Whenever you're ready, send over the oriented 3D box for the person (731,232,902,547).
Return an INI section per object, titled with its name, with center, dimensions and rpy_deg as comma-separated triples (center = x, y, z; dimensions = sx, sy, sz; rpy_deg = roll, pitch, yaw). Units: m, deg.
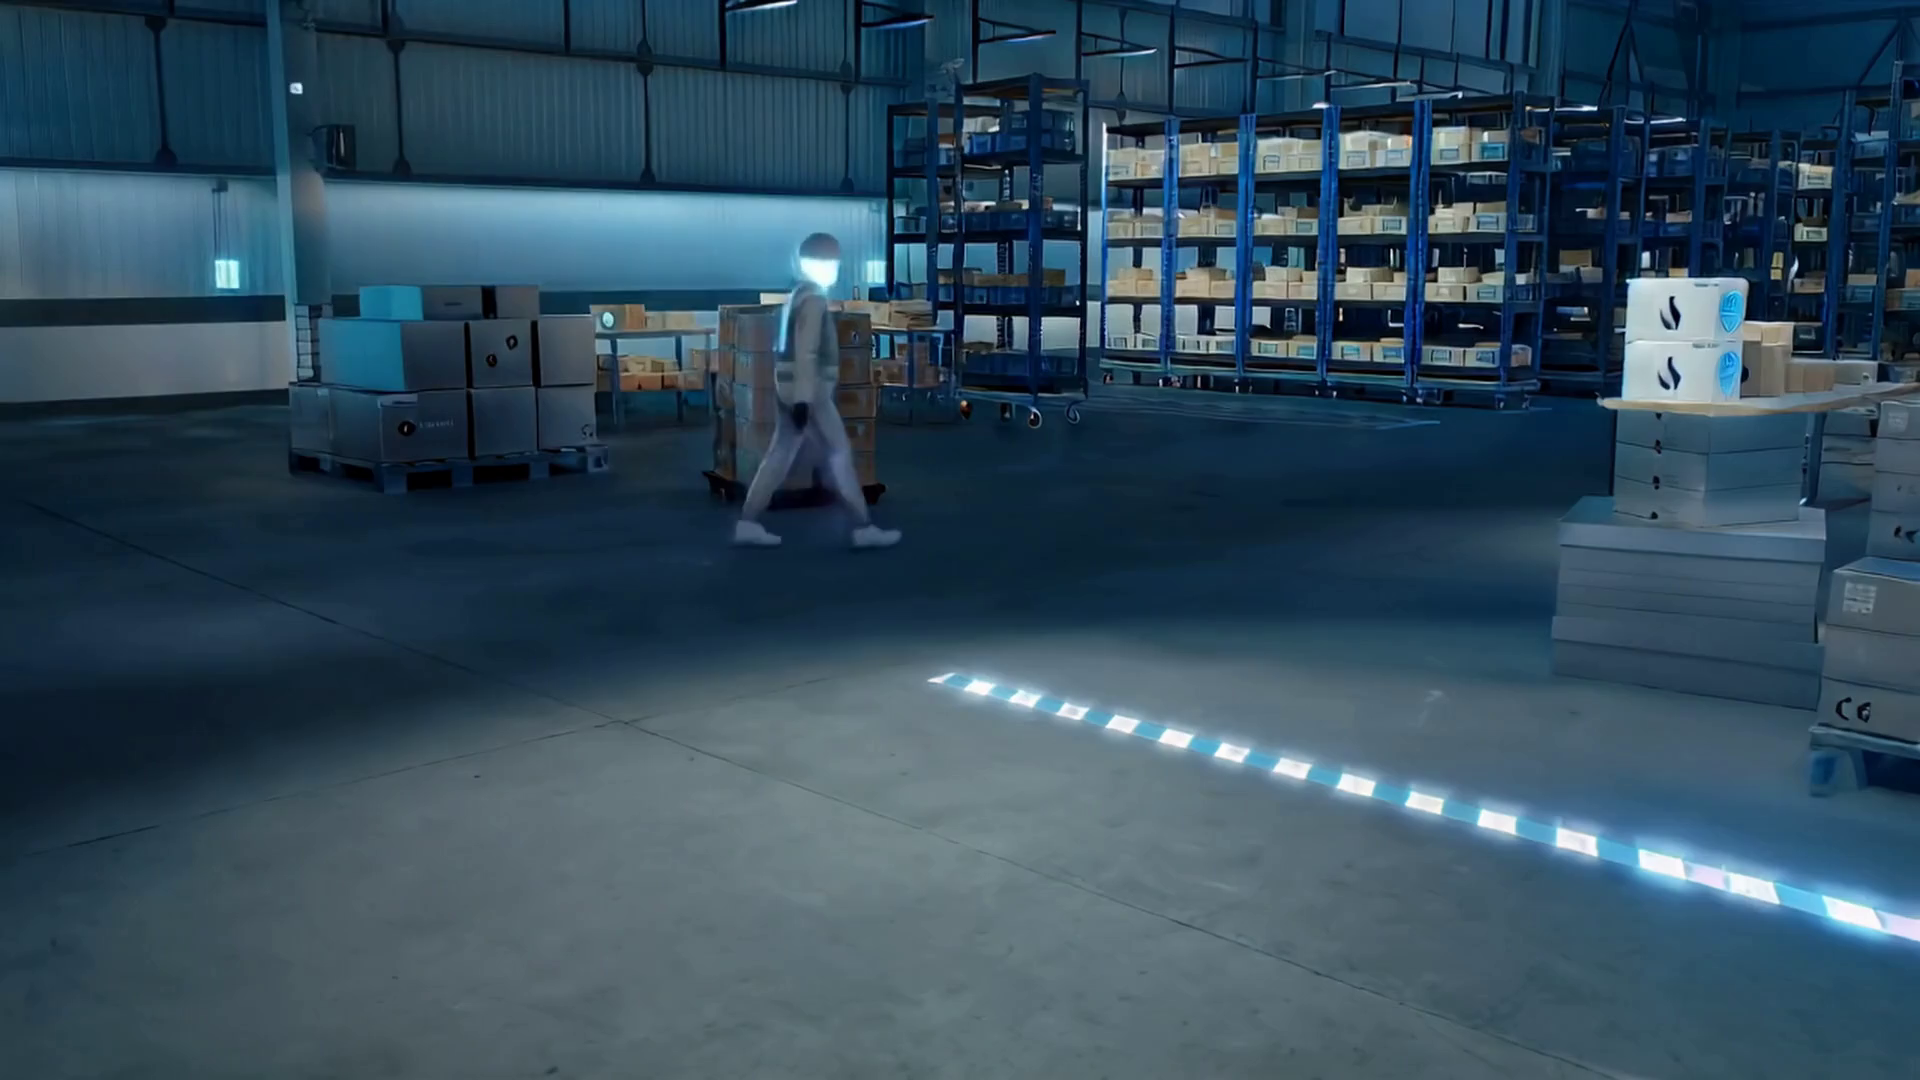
[person]
center = -0.907, -0.881, 9.915
dimensions = 1.017, 1.889, 0.621
rpy_deg = -2, 10, -12
